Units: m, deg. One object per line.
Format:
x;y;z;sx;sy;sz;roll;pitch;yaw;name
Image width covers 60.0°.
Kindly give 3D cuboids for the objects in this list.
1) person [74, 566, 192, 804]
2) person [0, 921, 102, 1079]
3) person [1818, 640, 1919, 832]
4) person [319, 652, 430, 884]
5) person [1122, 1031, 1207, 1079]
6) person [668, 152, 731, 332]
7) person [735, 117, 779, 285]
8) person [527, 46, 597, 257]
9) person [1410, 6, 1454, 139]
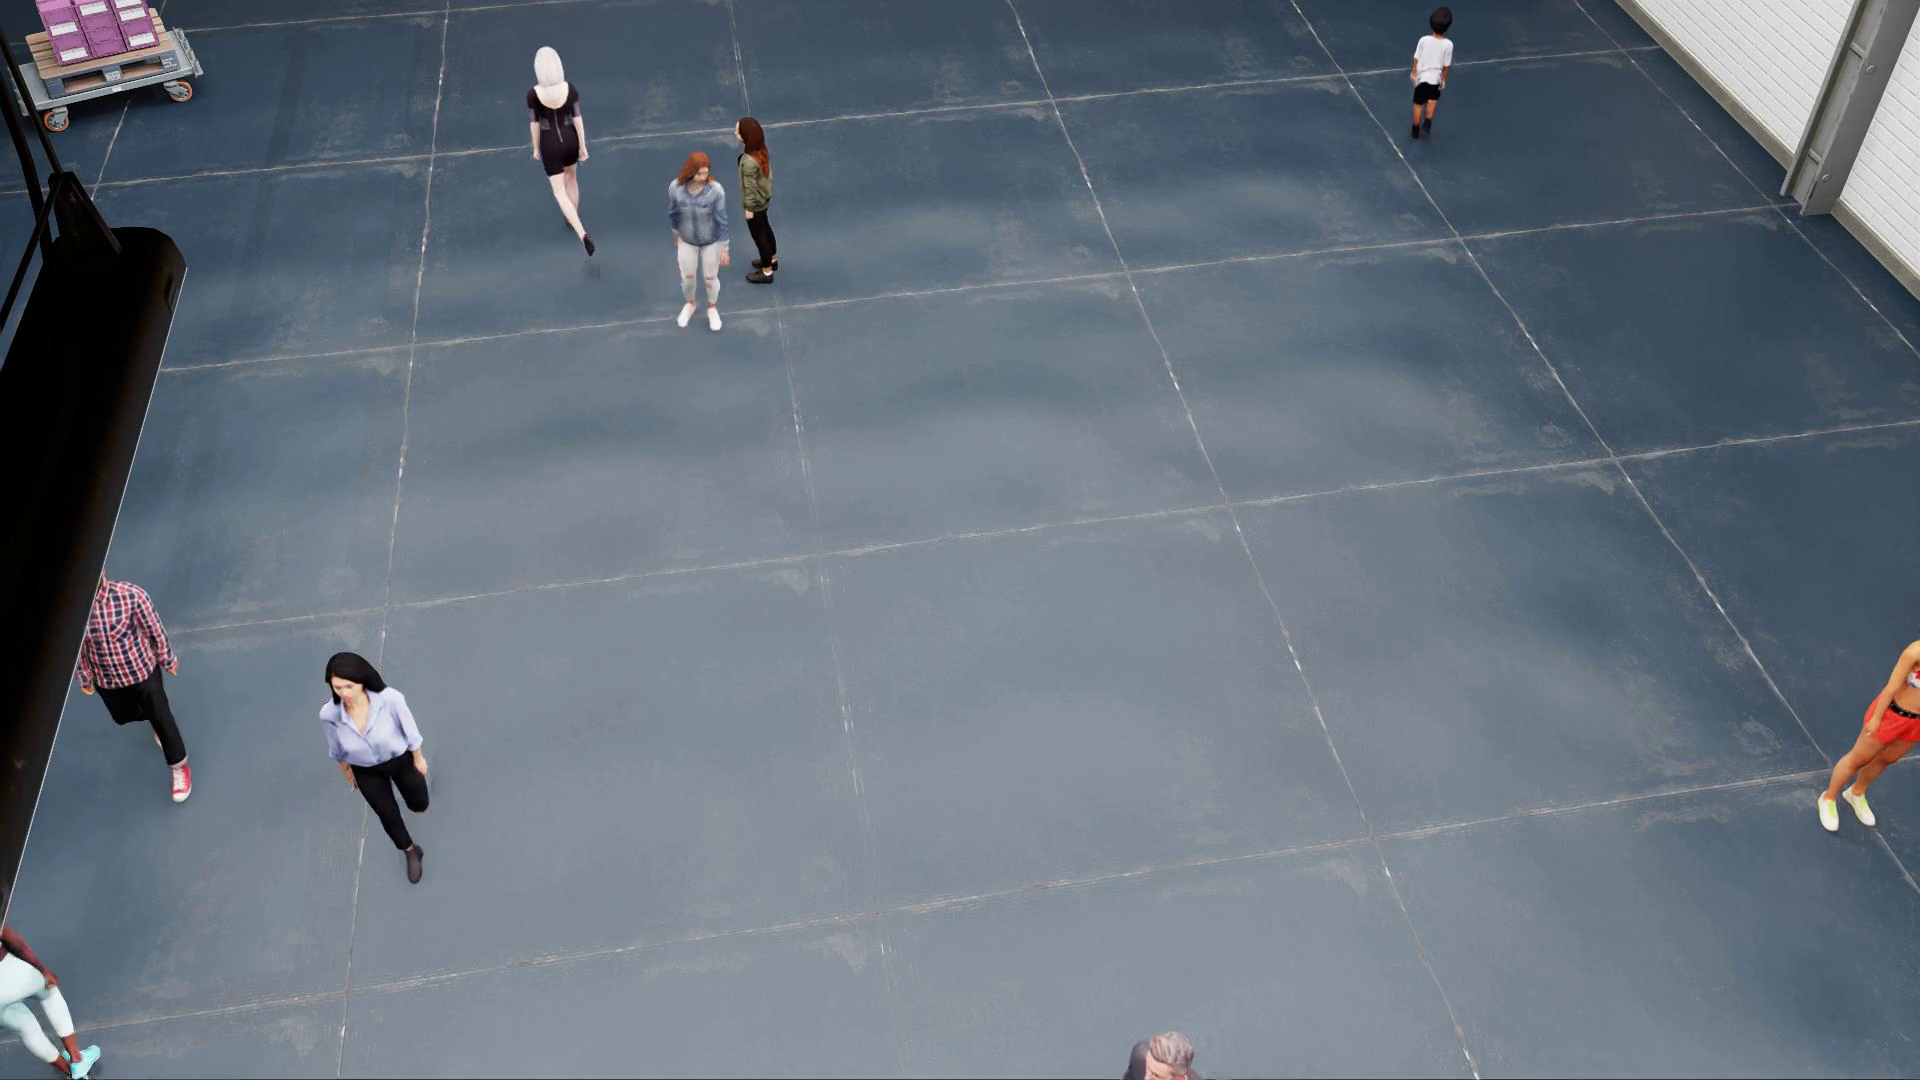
-4.931;0.706;9.799;0.689;1.759;0.960;-7;44;-7;person
-4.703;2.270;8.196;0.698;1.706;0.733;-23;48;-22;person
5.369;0.993;9.475;0.592;1.789;0.545;-4;44;-4;person
-3.211;1.194;9.306;0.695;1.732;0.856;-11;45;-11;person
0.991;2.741;7.614;0.930;1.827;0.806;-27;50;-26;person
-2.061;-2.374;13.102;0.735;1.662;0.696;11;45;11;person
-1.667;-2.802;13.687;0.670;1.475;0.502;1;44;1;person
-3.311;-3.205;13.871;0.814;1.805;1.167;-19;47;-19;person
4.348;-4.298;15.422;0.551;1.249;0.574;8;44;8;person
